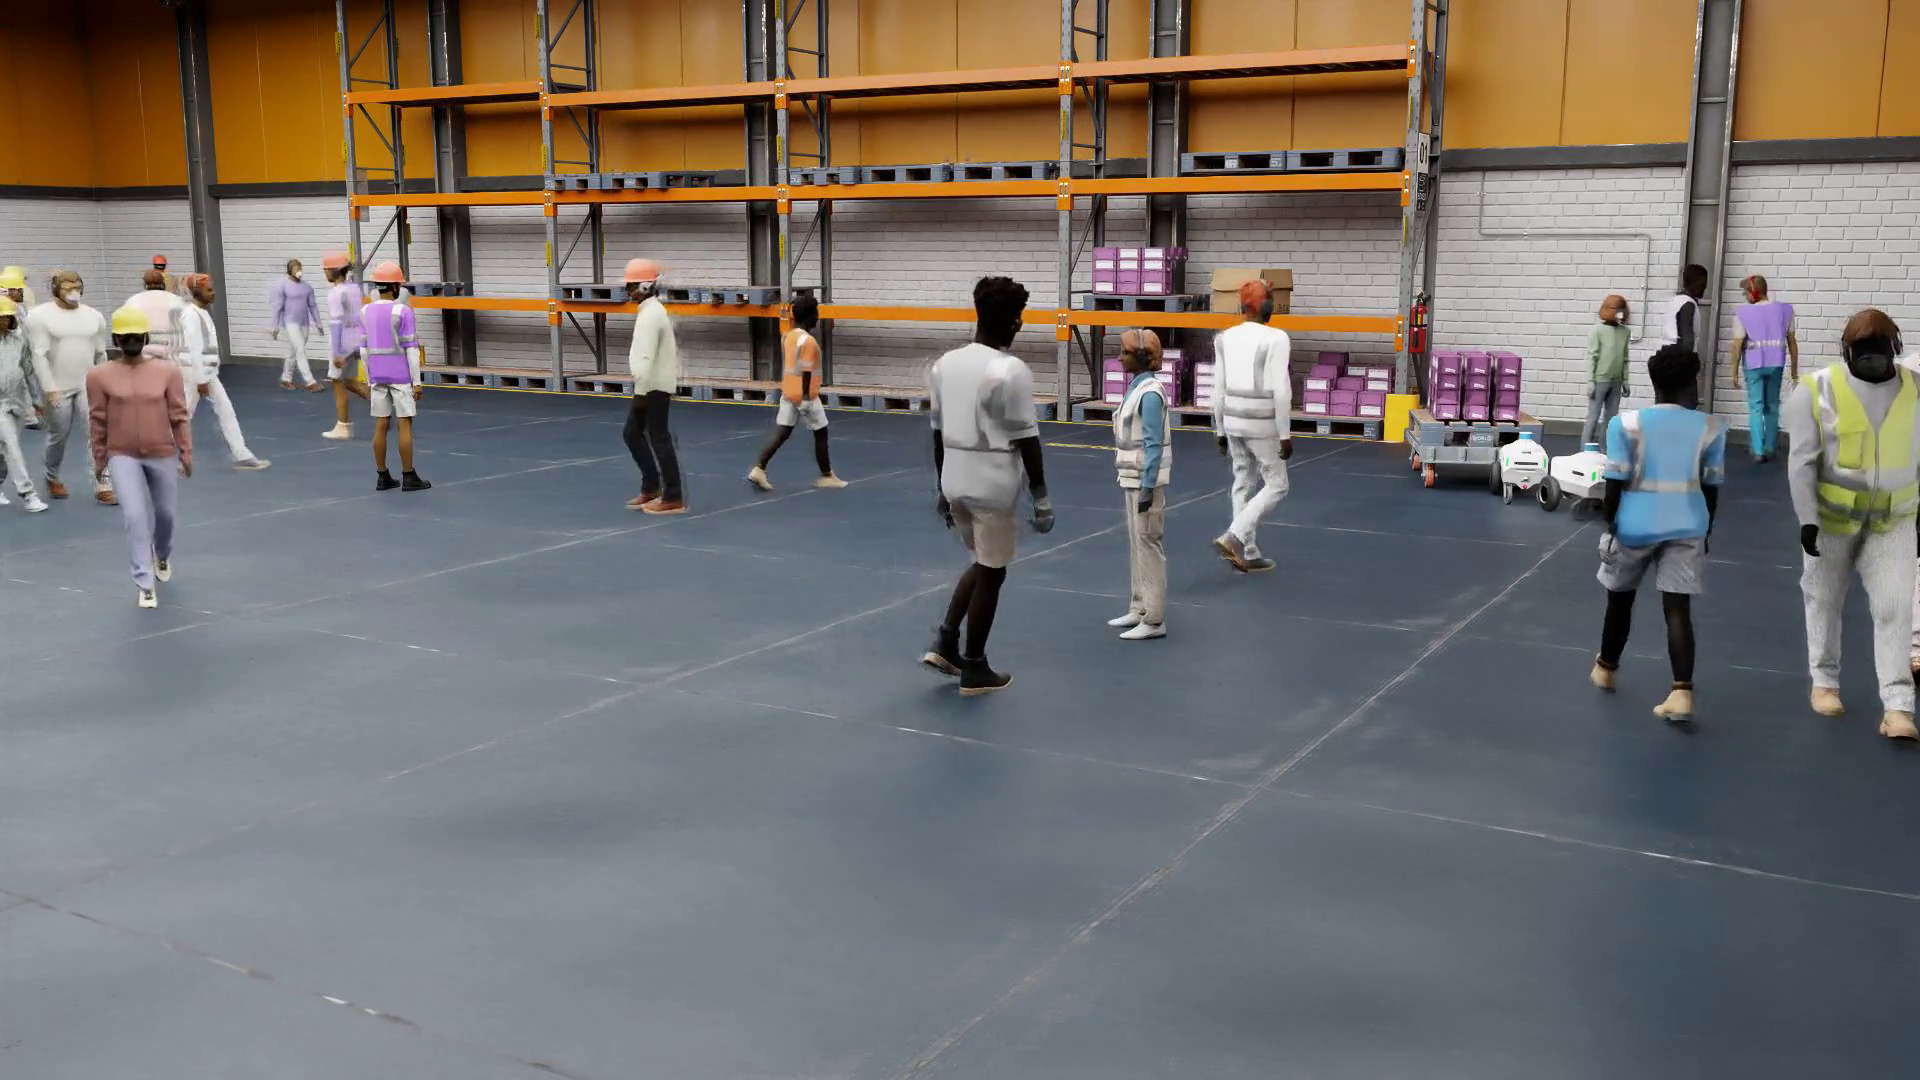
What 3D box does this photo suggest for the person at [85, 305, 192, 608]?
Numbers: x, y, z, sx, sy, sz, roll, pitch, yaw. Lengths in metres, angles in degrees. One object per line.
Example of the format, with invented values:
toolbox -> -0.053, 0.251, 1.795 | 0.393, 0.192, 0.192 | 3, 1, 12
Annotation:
person -> -4.811, -0.513, 9.772 | 0.528, 1.740, 0.790 | -6, 12, -31

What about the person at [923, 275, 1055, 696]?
person -> 0.134, -0.233, 7.605 | 0.425, 1.938, 0.607 | -7, 12, -36

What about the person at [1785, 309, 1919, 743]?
person -> 3.842, -0.066, 7.059 | 0.639, 1.792, 0.909 | 3, 10, 14

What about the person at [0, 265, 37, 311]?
person -> -12.879, -2.878, 22.947 | 0.700, 1.808, 0.600 | 1, 10, 5

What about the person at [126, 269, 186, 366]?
person -> -8.804, -2.062, 18.311 | 0.635, 1.837, 0.554 | -3, 11, -19

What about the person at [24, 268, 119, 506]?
person -> -7.179, -1.238, 13.405 | 0.916, 1.906, 0.625 | 9, 13, 41

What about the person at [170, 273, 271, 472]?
person -> -6.969, -1.519, 15.215 | 1.022, 1.833, 0.581 | -2, 10, -10

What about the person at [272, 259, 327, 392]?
person -> -9.478, -3.060, 23.774 | 1.027, 1.890, 0.663 | 5, 11, 28

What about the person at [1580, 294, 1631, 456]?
person -> 5.953, -1.441, 15.313 | 0.509, 1.631, 0.265 | -5, 11, -25

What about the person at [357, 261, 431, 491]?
person -> -4.791, -1.374, 14.067 | 0.545, 1.938, 0.358 | 3, 10, 16

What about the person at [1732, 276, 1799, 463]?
person -> 7.730, -1.641, 16.032 | 0.649, 1.782, 0.668 | 1, 10, 4

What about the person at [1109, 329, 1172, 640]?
person -> 0.961, -0.293, 8.791 | 0.310, 1.638, 0.522 | -1, 10, -3

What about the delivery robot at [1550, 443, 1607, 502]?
delivery robot -> 4.842, -0.501, 12.773 | 0.477, 0.478, 0.707 | -1, 10, -7

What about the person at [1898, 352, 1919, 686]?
person -> 4.737, -0.242, 7.903 | 0.661, 1.854, 1.018 | 5, 11, 27

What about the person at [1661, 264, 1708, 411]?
person -> 7.079, -1.753, 16.323 | 0.626, 1.898, 0.609 | 3, 11, 18

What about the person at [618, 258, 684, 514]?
person -> -2.417, -1.169, 12.799 | 0.601, 1.968, 0.645 | -2, 10, -9

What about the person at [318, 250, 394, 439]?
person -> -6.511, -2.073, 17.775 | 0.679, 2.029, 0.631 | 1, 10, 8

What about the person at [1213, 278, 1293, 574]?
person -> 1.803, -0.686, 10.354 | 0.519, 1.872, 0.595 | -8, 13, -38

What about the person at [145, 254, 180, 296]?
person -> -13.497, -3.864, 28.171 | 0.549, 1.935, 0.377 | -8, 13, -38

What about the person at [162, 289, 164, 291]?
person -> -10.534, -2.660, 21.961 | 0.536, 1.722, 0.898 | -4, 11, -21

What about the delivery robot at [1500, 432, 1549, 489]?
delivery robot -> 4.594, -0.637, 13.542 | 0.477, 0.478, 0.707 | 3, 10, 16

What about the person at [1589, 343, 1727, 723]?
person -> 3.100, -0.046, 7.377 | 0.535, 1.644, 0.879 | 1, 10, 5

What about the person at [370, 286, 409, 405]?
person -> -7.364, -2.664, 21.590 | 0.538, 1.860, 0.505 | -6, 12, -32

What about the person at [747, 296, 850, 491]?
person -> -1.392, -1.222, 14.021 | 0.876, 1.661, 0.532 | -6, 12, -29

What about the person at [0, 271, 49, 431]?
person -> -10.569, -2.086, 18.519 | 0.620, 1.795, 0.607 | -1, 10, -8

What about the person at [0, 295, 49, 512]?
person -> -7.528, -1.079, 13.073 | 0.890, 1.698, 0.519 | 4, 11, 24
